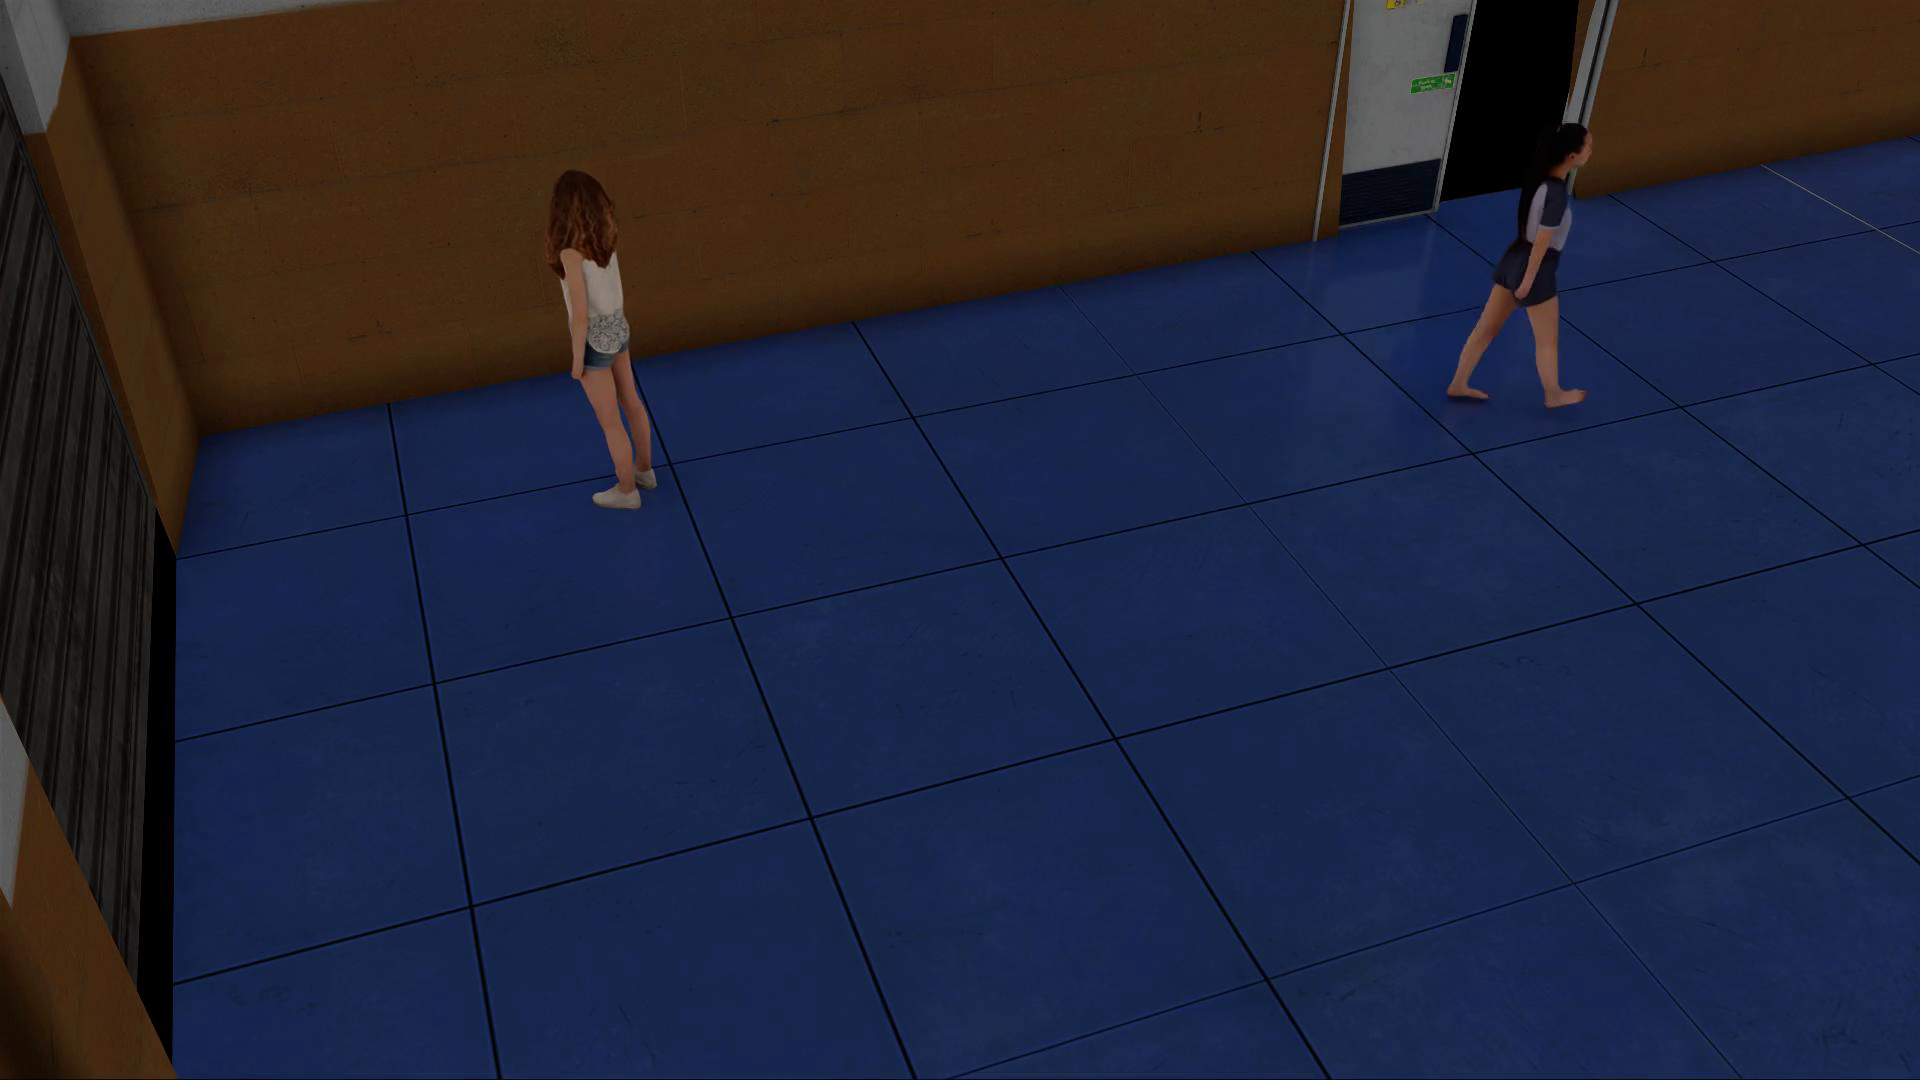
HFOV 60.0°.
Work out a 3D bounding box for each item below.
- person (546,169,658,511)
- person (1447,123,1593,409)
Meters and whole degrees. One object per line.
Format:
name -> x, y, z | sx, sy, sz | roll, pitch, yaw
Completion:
person -> -1.690, -0.930, 7.923 | 0.703, 1.759, 0.633 | 13, 39, 17
person -> 2.856, -1.384, 8.646 | 0.828, 1.618, 0.949 | -3, 37, -4
